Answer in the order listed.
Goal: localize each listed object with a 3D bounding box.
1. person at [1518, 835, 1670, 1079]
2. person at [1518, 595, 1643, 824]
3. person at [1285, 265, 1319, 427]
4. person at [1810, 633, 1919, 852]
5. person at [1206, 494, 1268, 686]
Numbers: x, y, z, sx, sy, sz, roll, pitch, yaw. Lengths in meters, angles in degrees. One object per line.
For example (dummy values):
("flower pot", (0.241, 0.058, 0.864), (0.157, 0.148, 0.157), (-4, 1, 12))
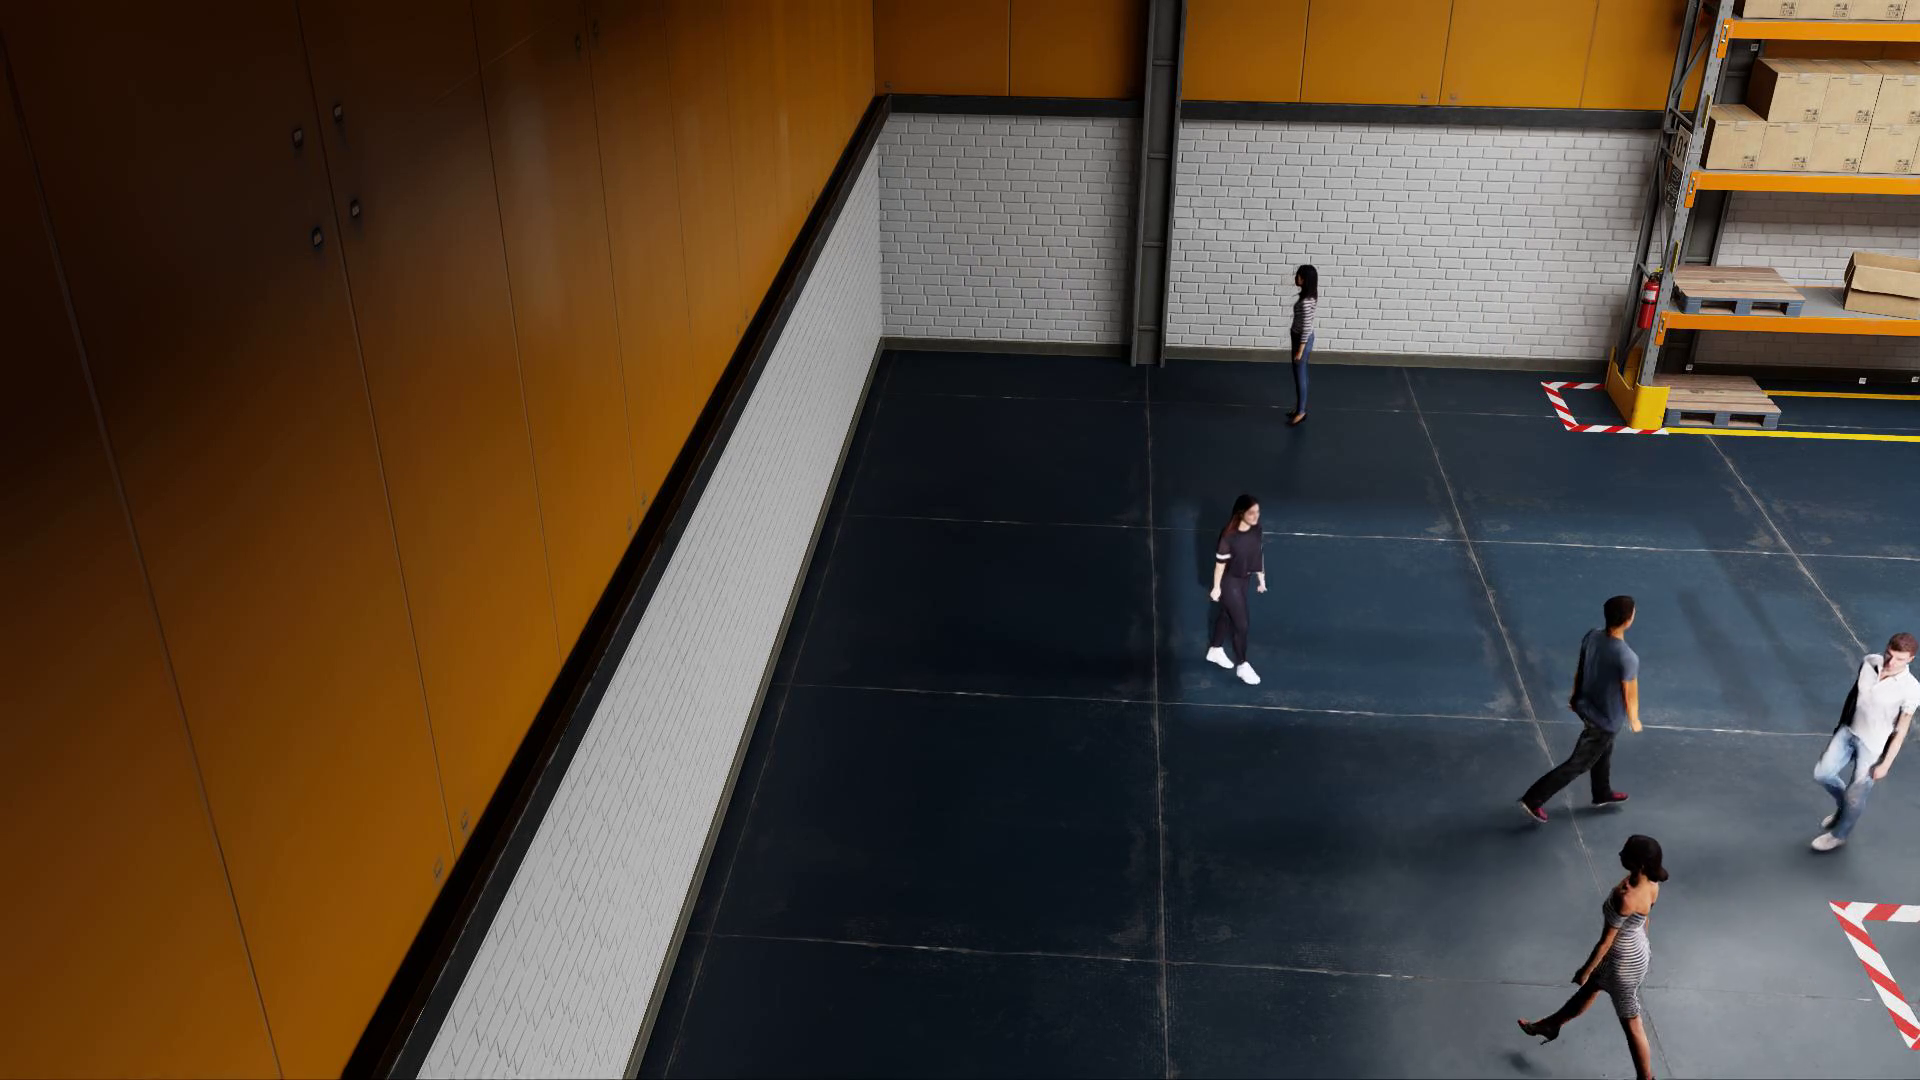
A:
("person", (3.867, 2.475, 9.444), (1.158, 1.781, 0.943), (19, 34, 30))
("person", (4.419, 1.238, 11.721), (1.240, 1.772, 0.888), (-5, 29, -8))
("person", (3.657, -2.082, 17.785), (0.553, 1.795, 0.626), (7, 29, 12))
("person", (6.287, 1.376, 11.405), (0.851, 1.832, 0.826), (-8, 30, -15))
("person", (2.189, 0.325, 13.553), (0.885, 1.620, 0.944), (-22, 35, -34))
